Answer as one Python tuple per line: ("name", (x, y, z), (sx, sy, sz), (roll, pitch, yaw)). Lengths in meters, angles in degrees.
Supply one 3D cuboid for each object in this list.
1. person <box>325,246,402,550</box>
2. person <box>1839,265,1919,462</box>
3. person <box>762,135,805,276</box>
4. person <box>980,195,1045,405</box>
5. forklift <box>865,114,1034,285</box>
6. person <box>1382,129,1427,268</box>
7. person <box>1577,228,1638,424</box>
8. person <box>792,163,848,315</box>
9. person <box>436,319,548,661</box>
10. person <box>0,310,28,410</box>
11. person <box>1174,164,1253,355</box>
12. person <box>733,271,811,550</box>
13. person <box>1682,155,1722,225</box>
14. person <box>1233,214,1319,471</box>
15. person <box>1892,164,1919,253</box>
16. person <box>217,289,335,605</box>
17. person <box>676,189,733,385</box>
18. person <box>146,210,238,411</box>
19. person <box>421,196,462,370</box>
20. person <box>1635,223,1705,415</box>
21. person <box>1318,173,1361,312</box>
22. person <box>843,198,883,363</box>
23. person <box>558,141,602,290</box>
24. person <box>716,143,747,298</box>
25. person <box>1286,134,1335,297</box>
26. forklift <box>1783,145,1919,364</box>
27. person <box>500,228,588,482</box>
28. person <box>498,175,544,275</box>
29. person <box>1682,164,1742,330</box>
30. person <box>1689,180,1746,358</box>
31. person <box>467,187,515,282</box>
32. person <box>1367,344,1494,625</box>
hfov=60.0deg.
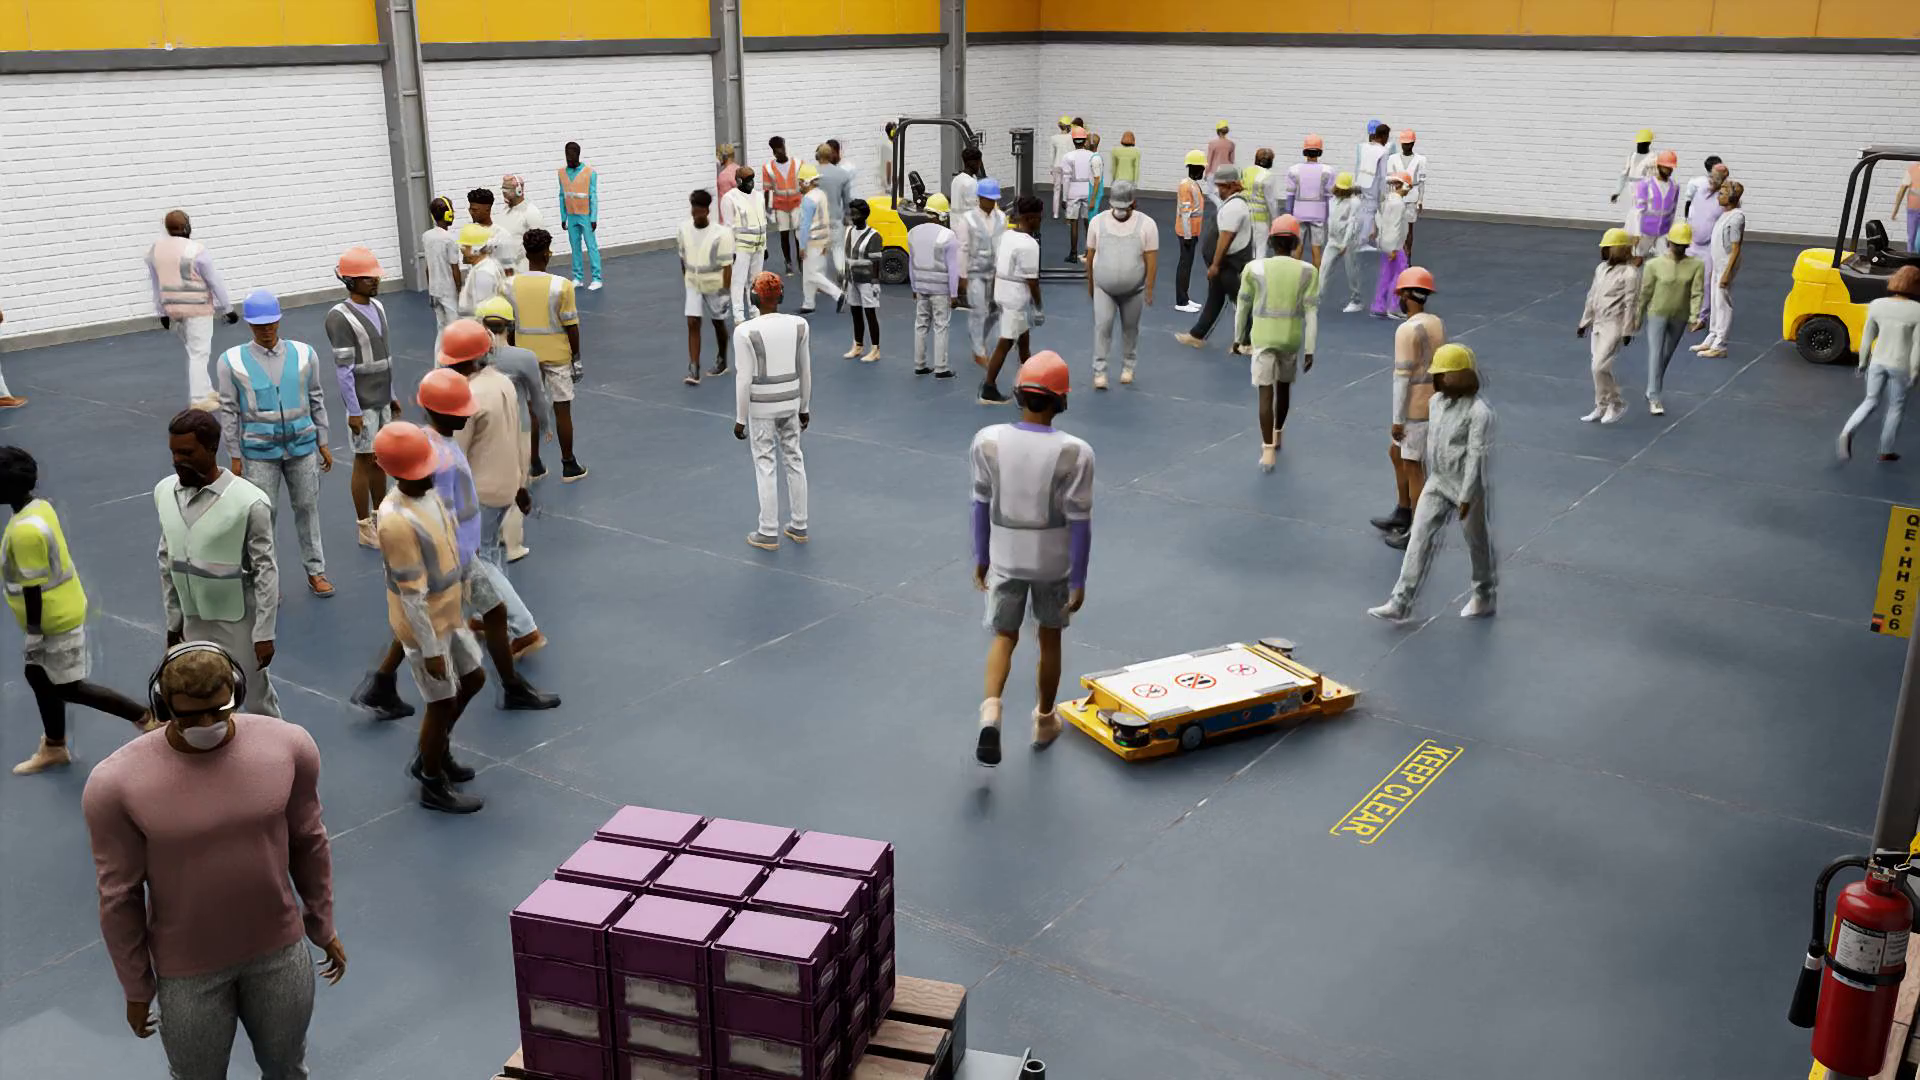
("person", (-3.972, -0.958, 11.249), (0.377, 2.045, 0.605), (2, 18, 7))
("person", (7.398, -1.384, 13.279), (0.640, 1.615, 0.503), (-11, 21, -31))
("person", (-2.354, -4.531, 22.635), (0.648, 1.914, 0.601), (-2, 18, -5))
("person", (0.587, -2.220, 15.395), (0.957, 1.912, 0.631), (-7, 19, -21))
("forklift", (-0.171, -4.594, 22.377), (2.313, 2.155, 1.214), (1, 18, 3))
("person", (6.264, -4.815, 23.485), (0.553, 1.935, 0.361), (6, 19, 19))
("person", (5.672, -1.867, 14.603), (0.375, 1.728, 0.488), (-4, 18, -12))
("person", (-1.672, -3.533, 19.682), (0.662, 1.809, 0.603), (2, 18, 7))
("person", (-2.649, -0.286, 9.303), (0.714, 1.945, 0.615), (3, 18, 9))
("person", (-8.946, -2.158, 15.155), (0.602, 1.949, 0.393), (11, 21, 30))
("person", (2.768, -2.986, 17.596), (0.973, 2.000, 0.688), (2, 18, 7))
("person", (-1.261, -0.870, 11.232), (0.583, 1.882, 0.337), (-13, 22, -36))
("person", (10.004, -4.315, 22.341), (0.536, 1.672, 0.648), (6, 19, 18))
("person", (2.535, -1.611, 13.392), (0.620, 1.986, 1.038), (0, 18, 0))
("person", (13.073, -4.462, 22.624), (0.574, 1.788, 1.000), (16, 24, 40))
("person", (-4.164, -0.565, 10.173), (0.617, 1.946, 0.393), (-12, 21, -33))
("person", (-2.478, -2.459, 16.190), (0.619, 1.885, 1.012), (4, 18, 13))
("person", (-6.928, -2.083, 15.128), (0.657, 1.824, 0.592), (6, 19, 19))
("person", (-4.862, -2.308, 15.777), (0.523, 1.860, 0.320), (14, 23, 38))
("person", (6.435, -2.022, 15.108), (0.513, 1.711, 0.894), (2, 18, 5))
("person", (4.533, -3.544, 19.921), (0.897, 1.679, 0.494), (-13, 22, -36))
("person", (-1.009, -2.685, 17.225), (0.320, 1.693, 0.536), (-16, 24, -41))
("person", (-4.953, -4.233, 21.720), (0.584, 1.910, 0.387), (7, 19, 21))
("person", (-2.897, -4.050, 21.103), (0.354, 1.932, 0.628), (4, 18, 12))
("person", (4.413, -4.082, 21.016), (0.607, 2.048, 0.367), (5, 18, 15))
("forklift", (9.803, -2.879, 17.013), (2.313, 2.155, 1.214), (12, 21, 33))
("person", (-3.194, -1.411, 12.790), (0.607, 1.965, 0.367), (2, 18, 6))
("person", (-4.607, -2.844, 17.368), (0.639, 1.910, 0.407), (14, 23, 38))
("person", (8.530, -3.333, 18.953), (0.493, 1.884, 0.701), (-7, 19, -22))
("person", (7.984, -2.831, 17.425), (0.345, 1.847, 0.506), (3, 18, 10))
("person", (-4.418, -2.316, 15.621), (0.606, 1.966, 0.367), (12, 21, 33))
("person", (2.867, -0.306, 9.776), (0.935, 1.683, 0.510), (-12, 21, -32))
